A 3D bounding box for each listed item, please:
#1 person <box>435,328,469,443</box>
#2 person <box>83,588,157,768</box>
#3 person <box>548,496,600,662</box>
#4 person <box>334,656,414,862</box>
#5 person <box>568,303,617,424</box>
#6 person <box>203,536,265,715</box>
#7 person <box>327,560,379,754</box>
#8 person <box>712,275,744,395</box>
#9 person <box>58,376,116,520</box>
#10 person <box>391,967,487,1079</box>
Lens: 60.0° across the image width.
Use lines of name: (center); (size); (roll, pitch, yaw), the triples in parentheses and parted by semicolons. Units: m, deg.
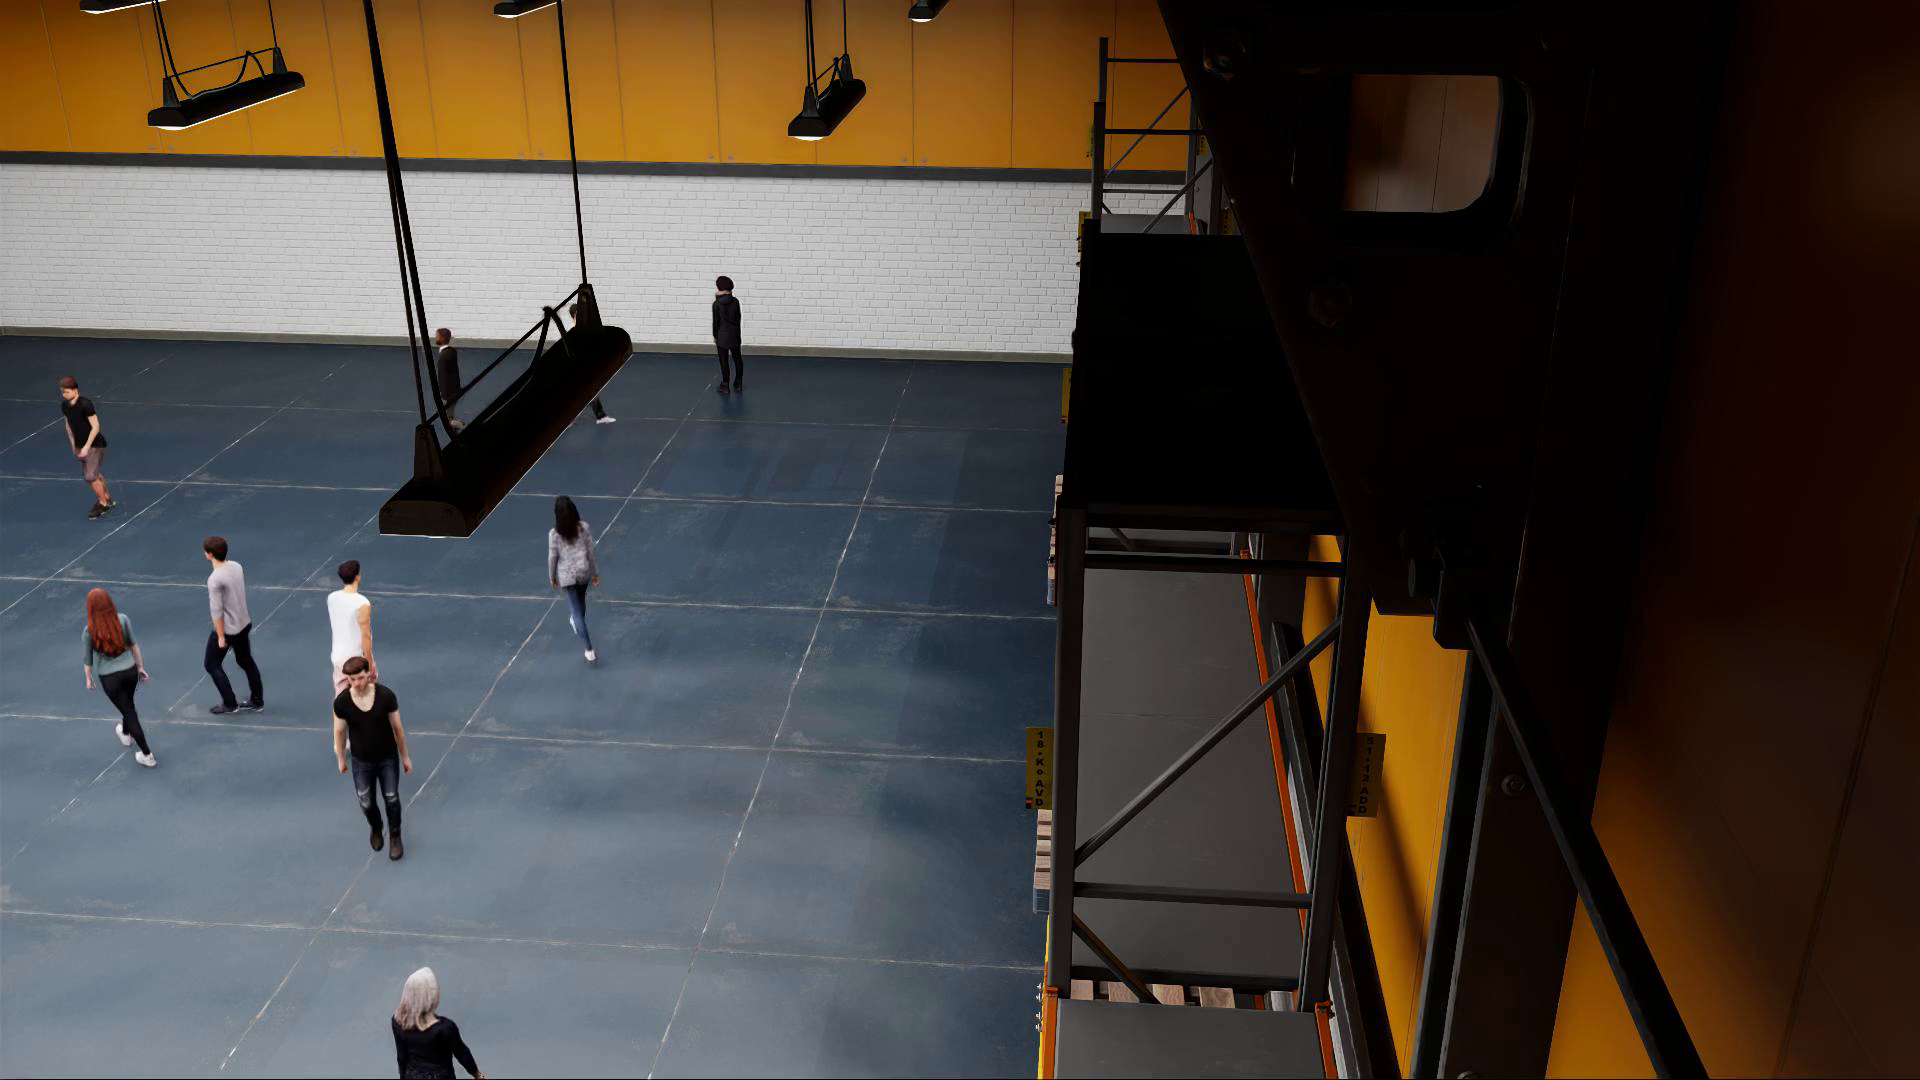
person: (-6.736, -1.947, 22.230); (0.805, 1.786, 0.919); (-1, 24, -2)
person: (-7.517, 1.274, 14.948); (1.011, 1.717, 1.019); (19, 30, 37)
person: (-3.908, 0.432, 16.926); (1.086, 1.674, 1.275); (-12, 26, -26)
person: (-4.813, 1.734, 13.696); (0.855, 1.877, 0.863); (-8, 25, -18)
person: (-5.432, -2.418, 23.321); (0.916, 1.775, 1.147); (-3, 24, -7)
person: (-6.856, 0.832, 15.814); (0.766, 1.833, 0.652); (4, 24, 10)
person: (-5.638, 1.128, 15.286); (0.819, 1.714, 1.209); (9, 25, 21)
person: (-3.457, -3.065, 24.794); (0.731, 1.781, 0.772); (-14, 27, -29)
person: (-10.604, -1.157, 20.373); (0.841, 1.825, 0.906); (15, 28, 31)
person: (-3.231, 3.413, 10.057); (0.812, 1.715, 1.136); (9, 25, 19)
